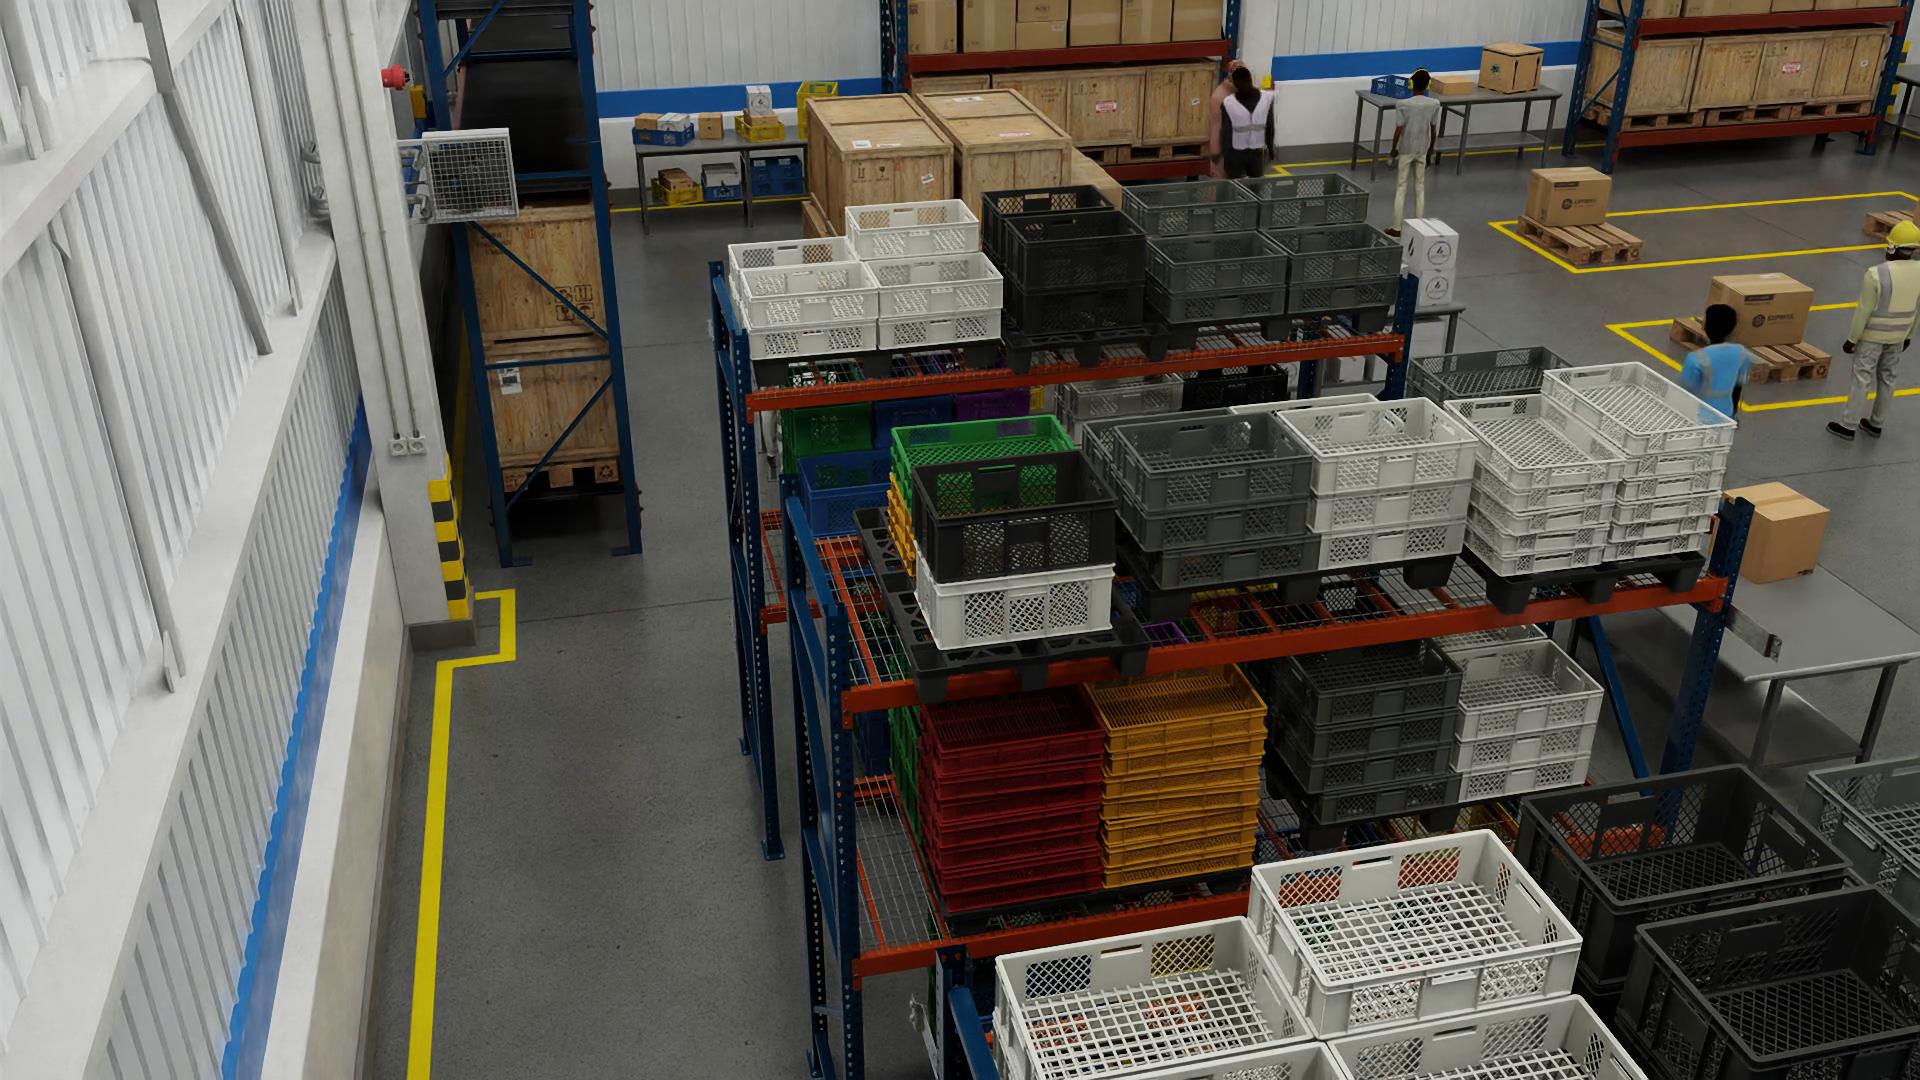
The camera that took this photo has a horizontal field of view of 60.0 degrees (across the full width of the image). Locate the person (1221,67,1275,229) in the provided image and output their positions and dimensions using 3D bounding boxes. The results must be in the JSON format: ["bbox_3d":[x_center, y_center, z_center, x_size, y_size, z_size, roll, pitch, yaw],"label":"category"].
[{"bbox_3d":[3.248,-4.354,18.581,0.754,1.876,0.384,-5,28,-10],"label":"person"}]

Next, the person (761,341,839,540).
[{"bbox_3d":[-1.067,-0.625,11.485,0.572,1.885,0.356,3,28,6],"label":"person"}]

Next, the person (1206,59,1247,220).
[{"bbox_3d":[3.047,-4.473,18.779,0.397,1.896,0.713,22,35,35],"label":"person"}]

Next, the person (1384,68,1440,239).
[{"bbox_3d":[5.001,-4.275,18.423,0.518,1.874,0.330,-2,28,-3],"label":"person"}]

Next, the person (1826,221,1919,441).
[{"bbox_3d":[7.510,-1.698,13.575,0.591,1.834,0.404,-4,28,-8],"label":"person"}]

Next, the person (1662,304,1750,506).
[{"bbox_3d":[5.465,-0.923,12.266,0.547,1.681,0.378,-10,30,-19],"label":"person"}]
